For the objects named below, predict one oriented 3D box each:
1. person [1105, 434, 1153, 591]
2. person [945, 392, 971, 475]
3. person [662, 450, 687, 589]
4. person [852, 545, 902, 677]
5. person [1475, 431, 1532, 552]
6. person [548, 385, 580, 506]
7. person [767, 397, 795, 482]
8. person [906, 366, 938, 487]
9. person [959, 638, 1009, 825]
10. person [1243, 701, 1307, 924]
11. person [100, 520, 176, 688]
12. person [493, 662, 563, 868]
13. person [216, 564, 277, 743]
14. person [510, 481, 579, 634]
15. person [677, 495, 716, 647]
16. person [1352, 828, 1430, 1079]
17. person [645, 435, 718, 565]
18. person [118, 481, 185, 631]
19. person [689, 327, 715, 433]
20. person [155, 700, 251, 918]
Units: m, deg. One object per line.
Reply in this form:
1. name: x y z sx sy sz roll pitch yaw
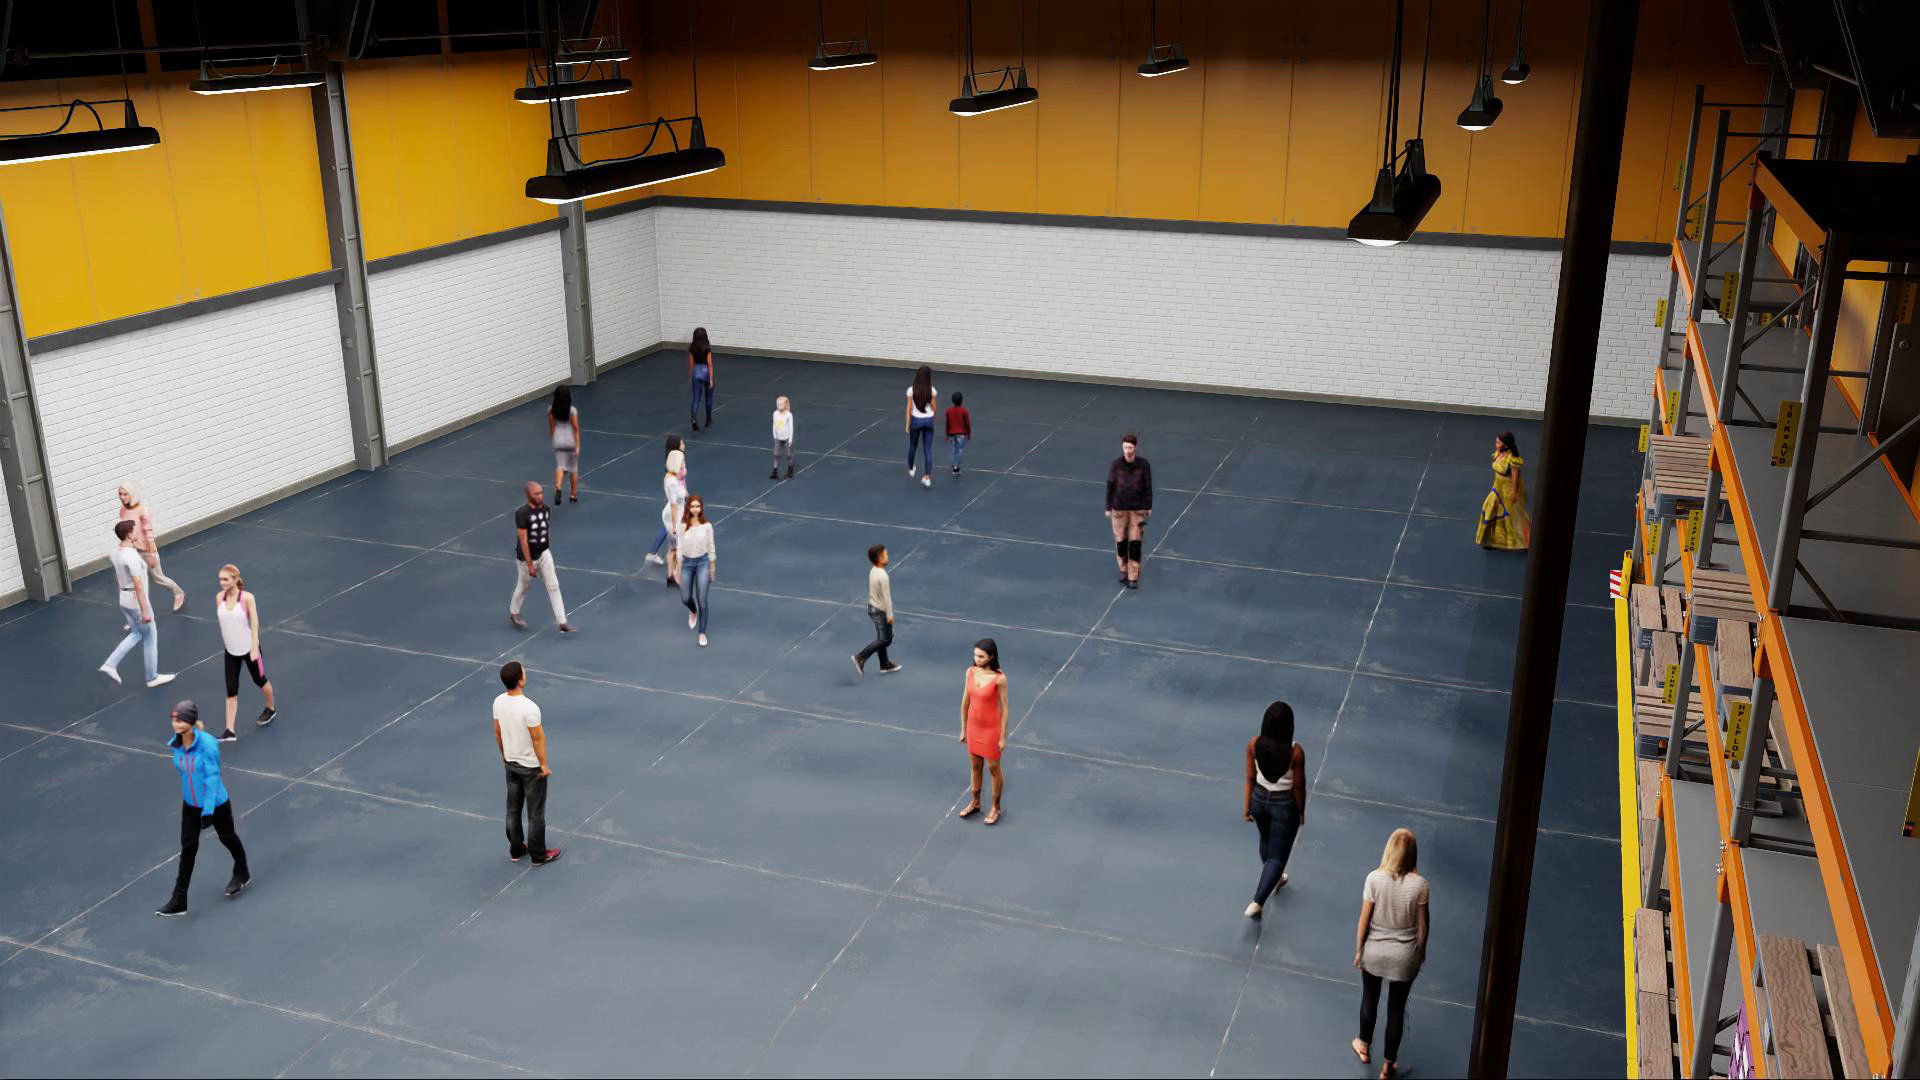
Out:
1. person: 2.075 -0.380 20.401 0.830 1.898 1.058 3 19 8
2. person: -0.052 -1.584 25.023 0.518 1.229 0.863 6 20 18
3. person: -3.545 -0.231 20.216 0.732 1.733 0.657 -6 20 -17
4. person: -0.900 0.774 17.670 0.892 1.453 0.848 -7 20 -21
5. person: 7.146 -0.615 21.546 1.239 1.611 1.194 -8 20 -24
6. person: -5.558 -1.281 23.289 0.780 1.762 1.014 1 19 2
7. person: -2.591 -1.524 24.807 0.507 1.254 0.824 7 20 20
8. person: -0.519 -1.636 24.396 0.897 1.729 1.139 -2 19 -6
9. person: 0.223 1.663 14.616 0.628 1.719 0.558 11 21 29
10. person: 2.445 2.159 13.055 0.841 1.774 1.233 13 22 33
11. person: -8.643 0.713 17.256 0.826 1.833 1.016 14 23 37
12. person: -3.658 1.858 13.901 0.671 1.804 0.574 9 21 26
13. person: -6.984 1.069 16.350 0.742 1.736 1.164 4 19 11
14. person: -4.893 0.213 18.872 0.995 1.749 1.268 13 23 35
15. person: -2.968 0.304 18.656 0.786 1.715 0.922 -2 19 -6
16. person: 2.869 2.795 11.092 0.655 1.822 0.690 4 19 12
17. person: -3.647 -0.481 21.003 1.093 1.705 1.115 -6 19 -16
18. person: -9.389 0.129 19.220 0.667 1.686 1.144 4 19 13
19. person: -4.265 -2.607 27.309 0.737 1.710 1.171 2 19 7
20. person: -5.952 2.083 13.299 0.625 1.763 1.085 6 20 17
